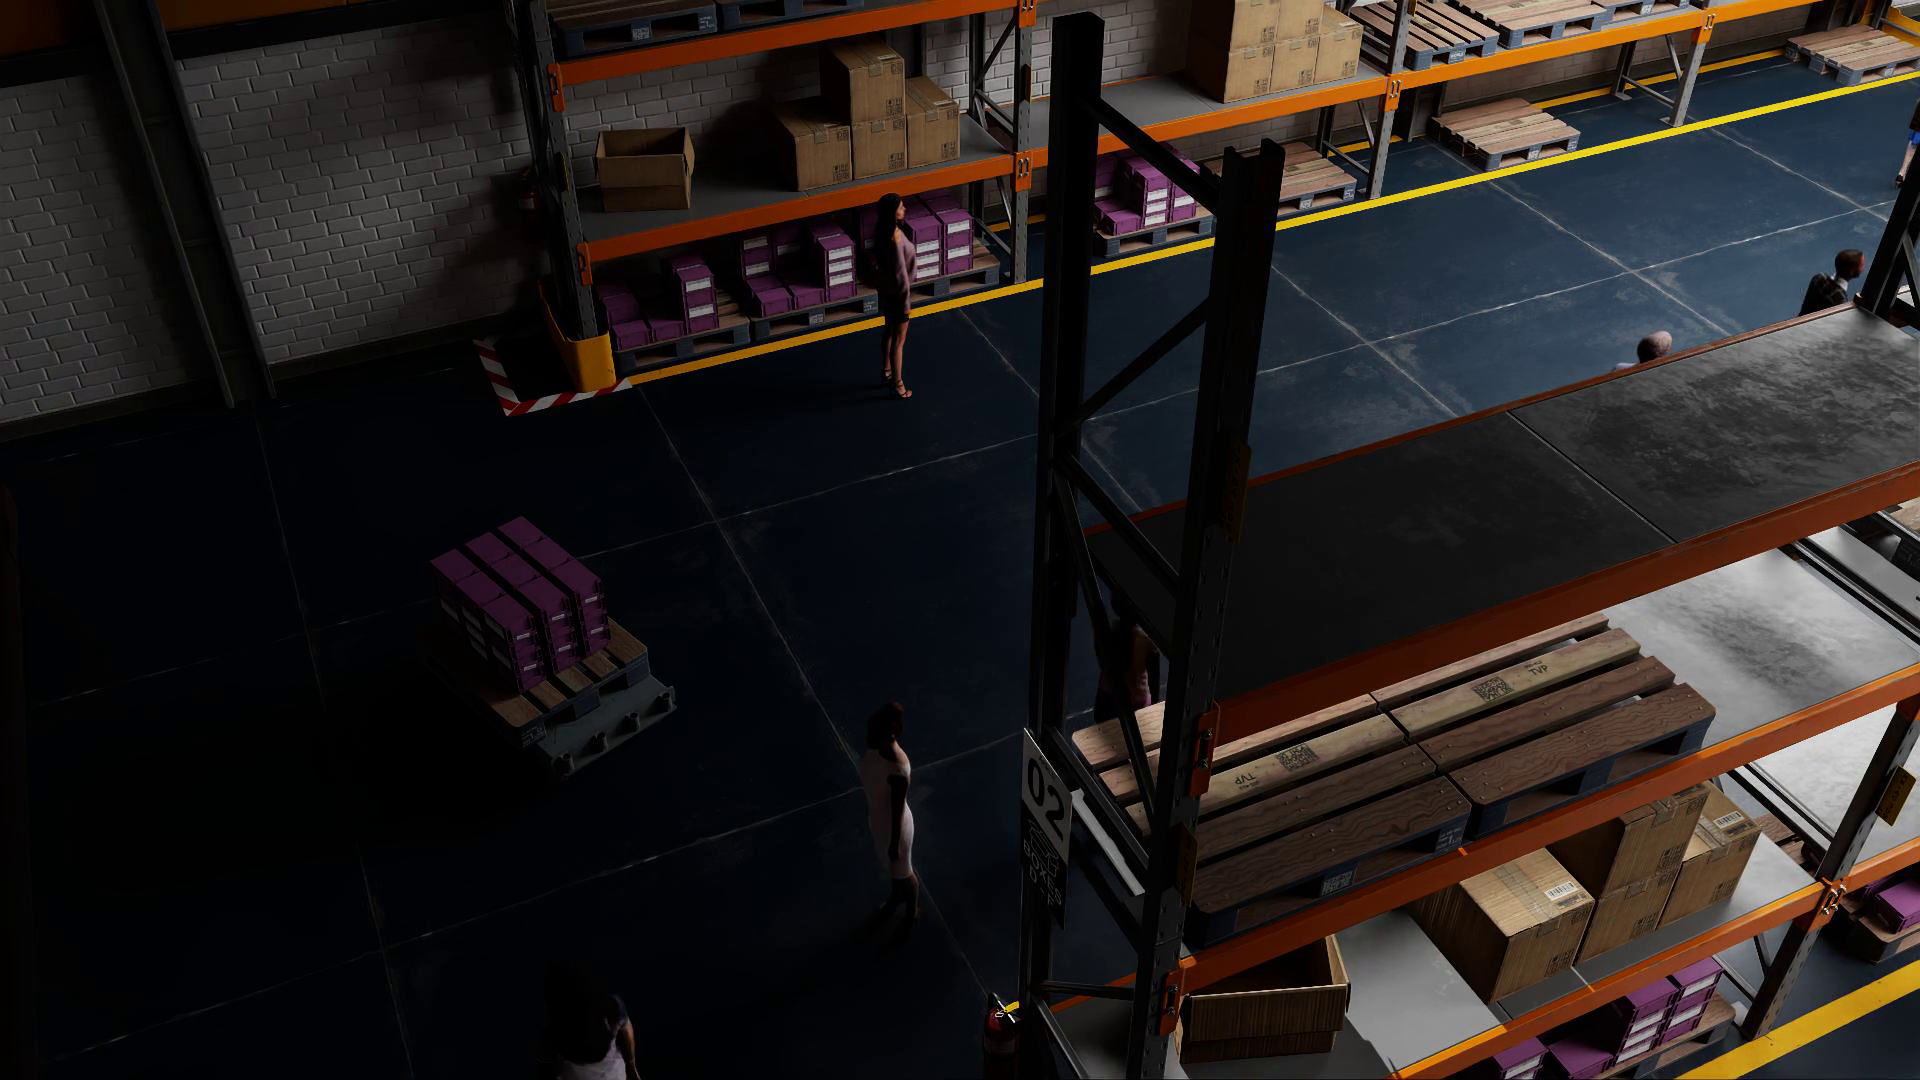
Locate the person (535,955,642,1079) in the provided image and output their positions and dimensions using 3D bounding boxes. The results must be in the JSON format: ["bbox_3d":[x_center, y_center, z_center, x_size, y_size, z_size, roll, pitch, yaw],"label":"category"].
[{"bbox_3d":[-1.686,2.614,7.822,0.805,1.687,0.797,30,48,32],"label":"person"}]

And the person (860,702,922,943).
[{"bbox_3d":[-0.365,1.543,9.081,0.488,1.789,0.550,-17,42,-20],"label":"person"}]

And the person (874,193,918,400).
[{"bbox_3d":[-0.537,-1.972,13.465,0.544,1.812,0.629,-13,40,-15],"label":"person"}]

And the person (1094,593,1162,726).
[{"bbox_3d":[0.928,1.027,9.810,1.136,1.686,1.152,11,40,14],"label":"person"}]

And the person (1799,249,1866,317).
[{"bbox_3d":[6.482,-1.427,12.782,1.041,1.812,0.905,0,39,0],"label":"person"}]
